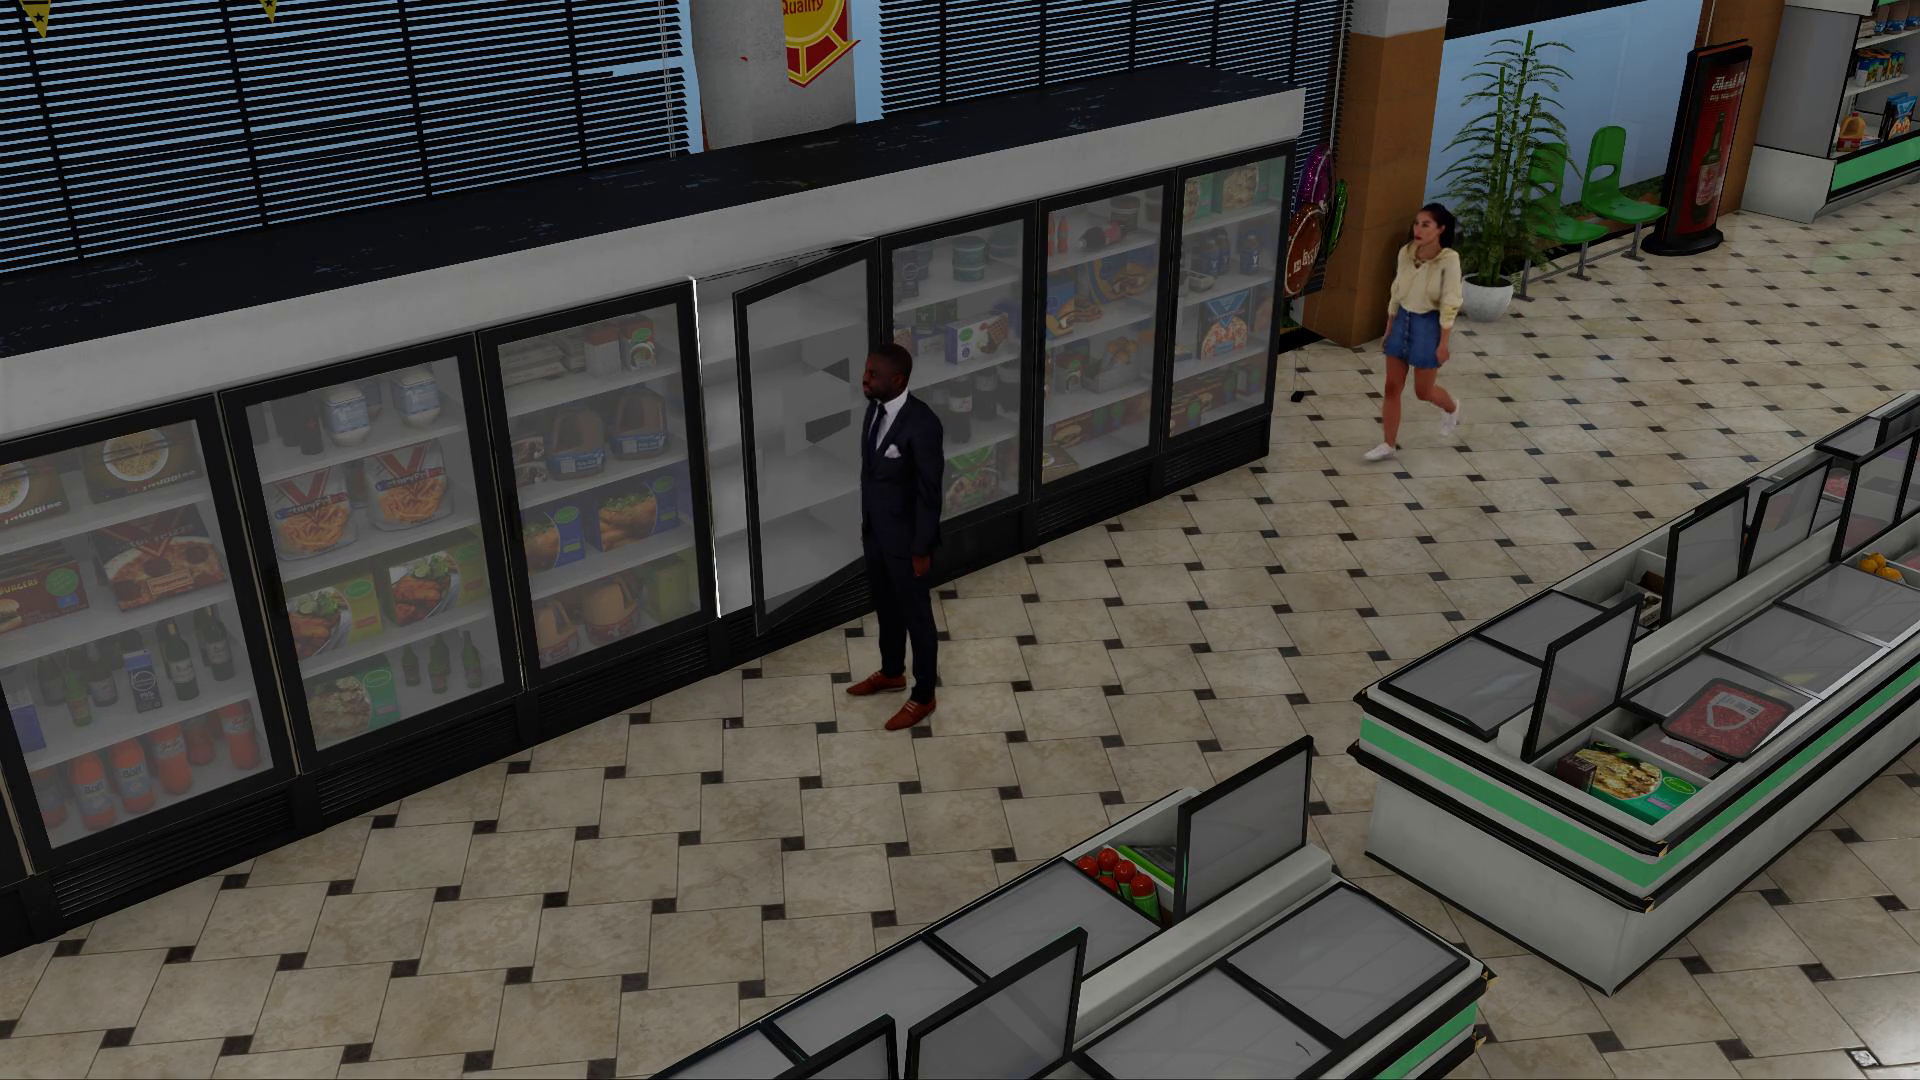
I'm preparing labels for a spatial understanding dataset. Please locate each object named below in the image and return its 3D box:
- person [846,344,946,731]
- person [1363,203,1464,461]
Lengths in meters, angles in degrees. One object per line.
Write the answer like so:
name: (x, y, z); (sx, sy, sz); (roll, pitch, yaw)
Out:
person: (-0.276, -0.030, 7.509); (0.624, 1.824, 0.725); (-16, 31, -28)
person: (2.842, -1.259, 10.163); (0.964, 1.617, 0.703); (-17, 31, -30)
